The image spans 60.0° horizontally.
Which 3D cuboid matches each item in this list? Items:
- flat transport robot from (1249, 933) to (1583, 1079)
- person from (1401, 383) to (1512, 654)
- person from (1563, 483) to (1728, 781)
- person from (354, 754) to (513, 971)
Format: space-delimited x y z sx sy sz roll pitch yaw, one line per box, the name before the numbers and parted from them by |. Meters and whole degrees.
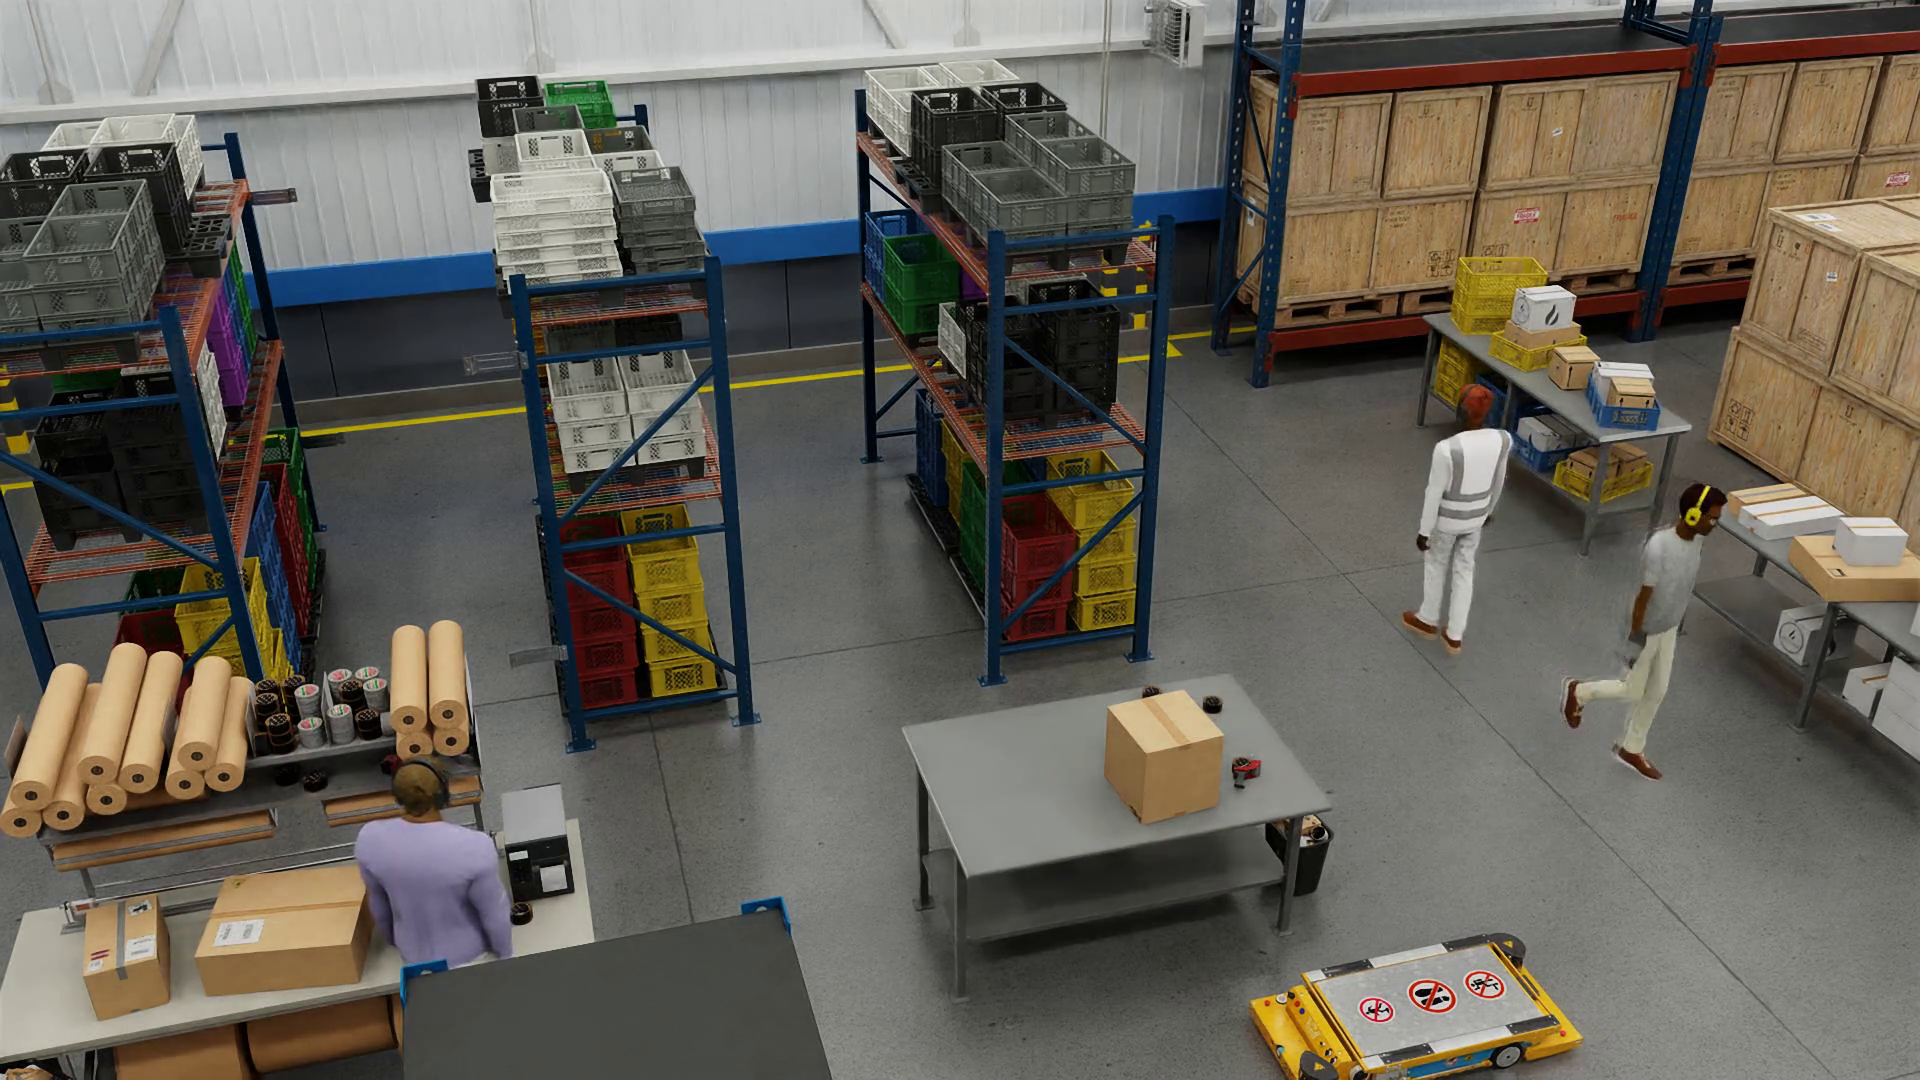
flat transport robot | 2.184 2.282 7.980 1.431 0.197 0.652 -8 30 -14
person | 3.209 -0.152 10.754 0.599 1.877 0.544 -10 30 -17
person | 3.977 0.476 9.646 0.558 1.842 0.631 -15 32 -26
person | -2.224 1.760 7.224 0.631 1.932 0.371 5 29 8
